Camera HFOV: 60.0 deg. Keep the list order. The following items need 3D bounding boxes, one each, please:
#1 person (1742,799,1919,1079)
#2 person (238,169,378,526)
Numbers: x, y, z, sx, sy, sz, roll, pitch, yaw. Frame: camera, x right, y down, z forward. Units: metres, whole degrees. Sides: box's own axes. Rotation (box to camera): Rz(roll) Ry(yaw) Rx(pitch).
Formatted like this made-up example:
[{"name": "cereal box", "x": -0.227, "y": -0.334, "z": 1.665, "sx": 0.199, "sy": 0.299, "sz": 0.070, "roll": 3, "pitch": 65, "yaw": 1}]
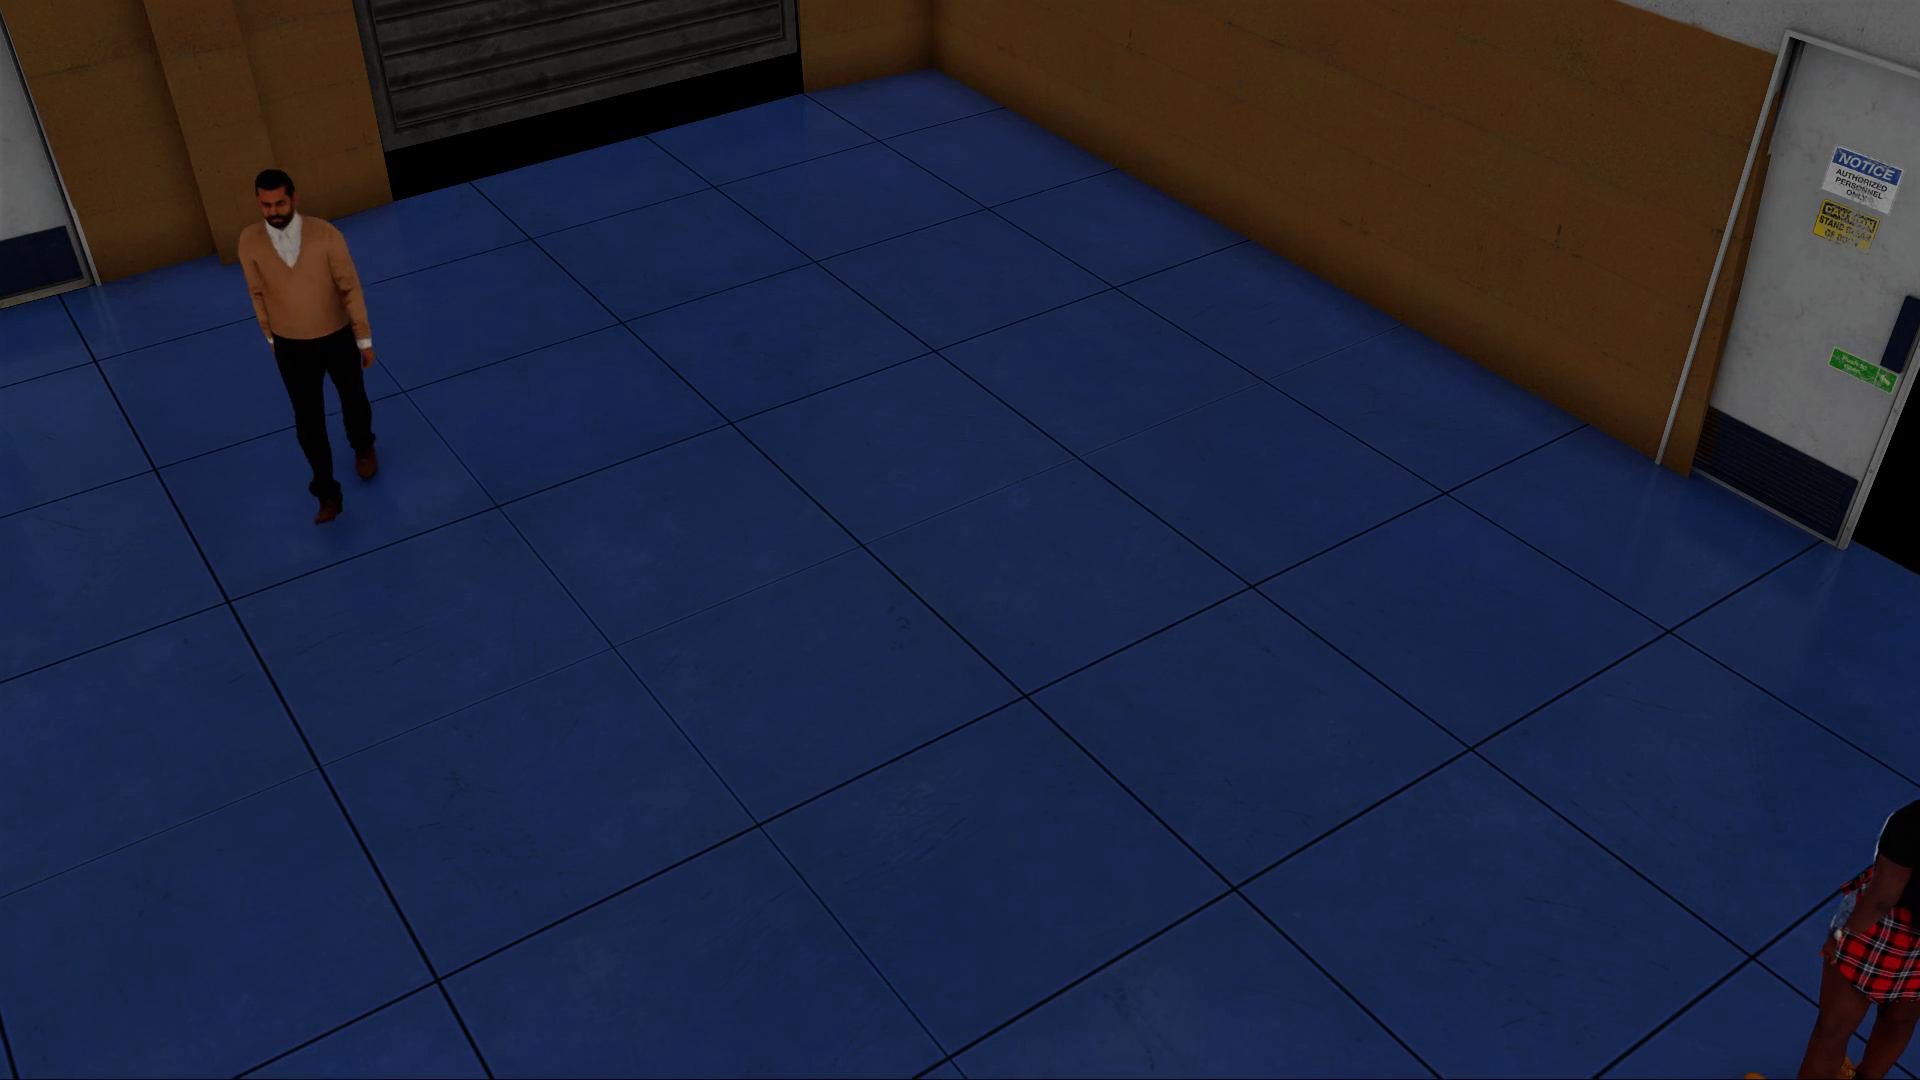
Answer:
[{"name": "person", "x": 2.866, "y": 1.221, "z": 5.081, "sx": 0.641, "sy": 1.729, "sz": 0.745, "roll": -9, "pitch": 38, "yaw": -12}, {"name": "person", "x": -3.104, "y": -1.014, "z": 8.066, "sx": 1.108, "sy": 1.720, "sz": 0.995, "roll": -9, "pitch": 38, "yaw": -11}]
